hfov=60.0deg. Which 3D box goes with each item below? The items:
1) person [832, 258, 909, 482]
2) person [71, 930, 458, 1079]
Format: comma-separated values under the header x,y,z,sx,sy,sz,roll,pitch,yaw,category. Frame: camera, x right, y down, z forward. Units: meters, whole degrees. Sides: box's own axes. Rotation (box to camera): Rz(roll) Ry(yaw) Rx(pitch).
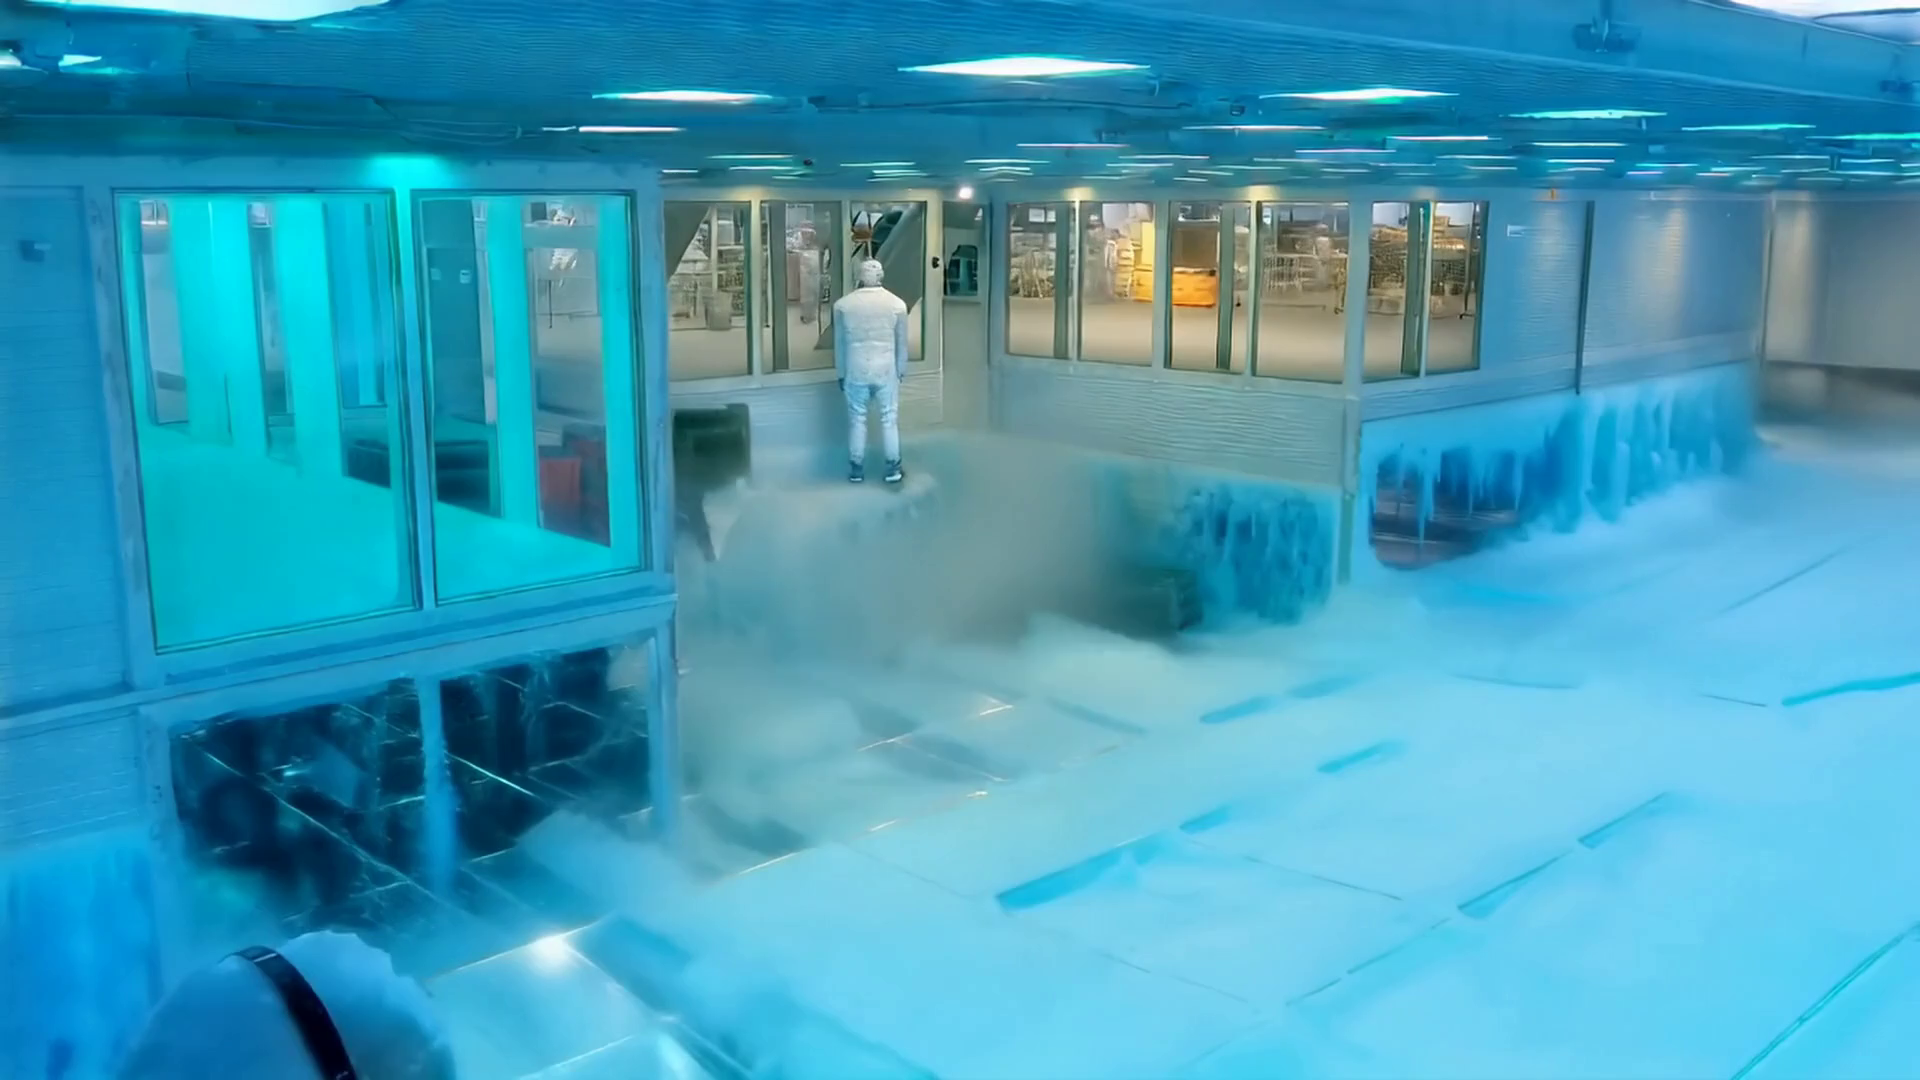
x,y,z,sx,sy,sz,roll,pitch,yaw,category
-0.750,-1.437,14.161,0.643,1.909,0.410,0,11,2,person
-0.412,1.169,1.251,0.502,1.861,0.328,10,15,41,person
